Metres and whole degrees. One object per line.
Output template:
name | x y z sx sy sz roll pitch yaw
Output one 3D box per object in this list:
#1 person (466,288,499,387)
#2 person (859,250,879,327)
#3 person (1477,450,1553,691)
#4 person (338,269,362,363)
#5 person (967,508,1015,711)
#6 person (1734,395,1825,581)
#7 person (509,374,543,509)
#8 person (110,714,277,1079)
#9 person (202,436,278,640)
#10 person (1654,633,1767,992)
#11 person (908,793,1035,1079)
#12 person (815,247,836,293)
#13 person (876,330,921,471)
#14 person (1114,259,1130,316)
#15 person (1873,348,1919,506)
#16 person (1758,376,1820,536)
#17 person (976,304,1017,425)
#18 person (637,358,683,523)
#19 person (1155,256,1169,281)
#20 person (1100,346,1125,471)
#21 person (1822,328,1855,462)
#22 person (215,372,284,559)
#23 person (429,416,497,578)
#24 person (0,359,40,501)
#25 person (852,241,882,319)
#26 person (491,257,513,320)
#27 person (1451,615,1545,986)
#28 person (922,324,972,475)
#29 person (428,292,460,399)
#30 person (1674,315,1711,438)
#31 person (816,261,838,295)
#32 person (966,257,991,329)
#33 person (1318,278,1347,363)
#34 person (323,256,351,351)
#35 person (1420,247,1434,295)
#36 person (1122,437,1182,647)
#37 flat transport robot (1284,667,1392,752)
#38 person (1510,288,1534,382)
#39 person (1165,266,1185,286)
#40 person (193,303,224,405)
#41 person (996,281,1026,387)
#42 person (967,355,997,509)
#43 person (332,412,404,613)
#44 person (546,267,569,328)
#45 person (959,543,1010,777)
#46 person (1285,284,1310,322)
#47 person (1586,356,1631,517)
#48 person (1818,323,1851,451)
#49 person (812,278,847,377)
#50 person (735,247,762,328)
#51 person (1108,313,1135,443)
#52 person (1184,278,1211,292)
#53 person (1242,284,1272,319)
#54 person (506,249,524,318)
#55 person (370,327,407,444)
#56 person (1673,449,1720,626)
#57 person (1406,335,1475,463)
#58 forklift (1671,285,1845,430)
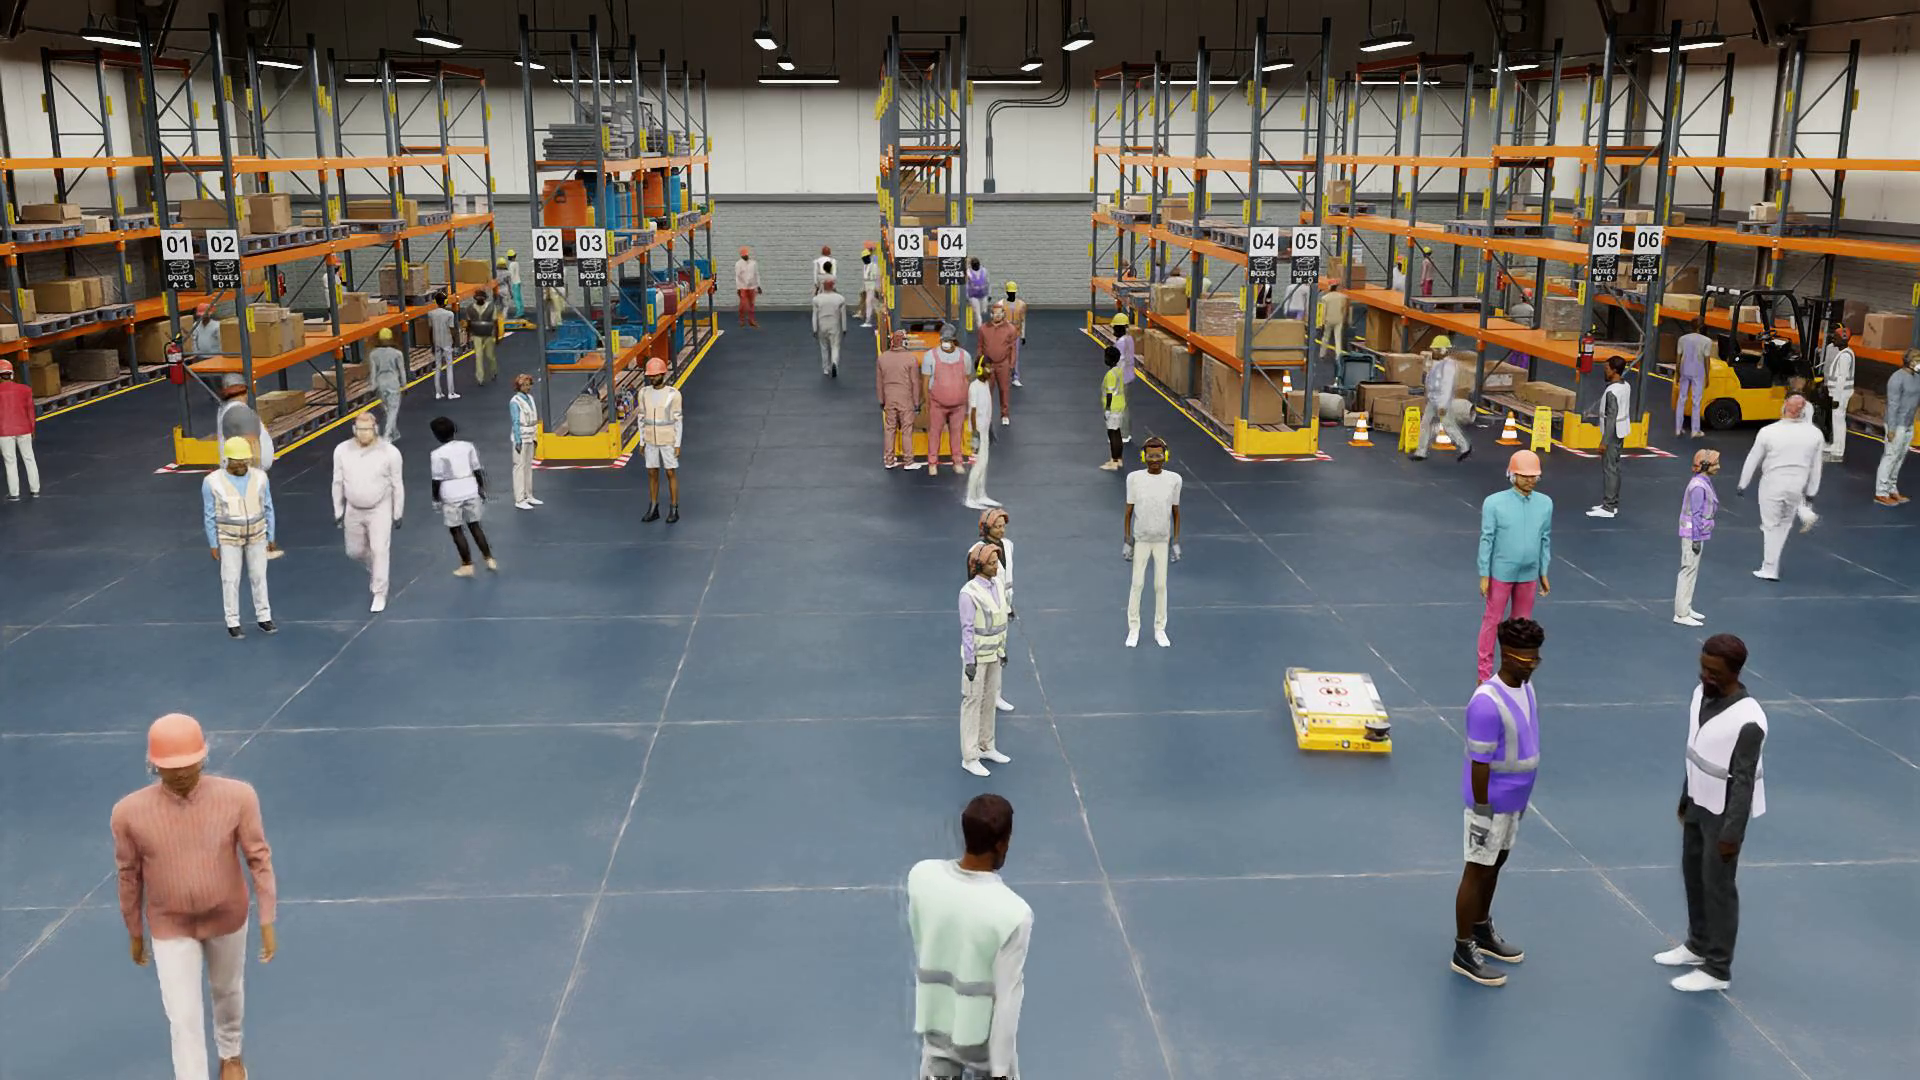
person | -8.832 -3.787 30.815 0.583 1.814 0.869 -2 13 -9
person | -2.132 -6.166 40.762 0.754 1.876 0.659 -6 15 -24
person | 4.417 0.263 13.246 0.610 1.996 0.378 -2 14 -10
person | -12.498 -4.581 33.931 0.389 1.930 0.539 10 17 37
person | 0.239 0.556 12.773 0.311 1.638 0.523 10 17 37
person | 8.295 -0.530 16.868 0.725 1.882 0.545 1 13 3
person | -5.296 -1.203 20.231 0.315 1.636 0.514 2 13 9
person | -3.363 1.681 7.367 0.624 1.958 0.984 -7 15 -28
person | -6.411 -0.029 14.859 0.595 1.822 0.404 -11 17 -40
person | 3.930 1.399 8.629 0.401 1.910 0.598 0 13 -1
person | -0.013 1.915 6.508 0.590 1.883 0.864 9 16 33
person | -3.437 -6.595 42.647 0.597 1.833 0.981 2 13 7
person | -0.805 -1.896 22.590 0.654 1.905 0.407 7 15 26
person | 4.039 -6.114 41.054 0.515 1.633 0.317 -3 14 -11
person | 11.544 -1.392 20.397 0.656 1.935 0.355 -10 17 -36
person | 9.388 -0.926 18.649 0.516 1.831 0.634 -9 16 -33
person | 0.569 -2.766 26.261 0.647 1.913 0.409 2 13 8
person | -3.505 -1.161 19.406 0.548 1.938 0.358 3 14 13
person | 5.059 -6.429 42.437 0.531 1.605 0.736 0 13 -1
person | 2.079 -1.789 22.599 0.322 1.689 0.530 4 14 15
person | 12.272 -2.025 23.211 0.350 1.877 0.577 7 15 28
person | -7.604 -0.825 17.762 0.542 2.000 0.739 -11 17 -40
person | -5.101 -0.439 16.913 0.406 1.661 0.577 9 16 34
person | -11.786 -1.370 20.681 0.333 1.753 0.562 11 17 38
person | -2.277 -6.654 42.572 1.039 1.995 0.626 -10 17 -36
person | -11.106 -5.987 40.326 0.486 1.718 0.792 0 13 2
person | 2.837 1.340 8.752 0.367 1.963 0.609 10 17 37
person | -0.150 -1.881 22.234 0.682 2.000 0.536 -3 14 -14
person | -9.009 -3.388 29.017 0.511 1.861 0.326 3 14 11
person | 11.082 -2.472 25.158 0.344 1.847 0.507 -13 18 -43
person | -2.982 -5.331 37.318 0.544 1.821 0.953 1 13 4
person | 0.395 -5.757 39.176 0.664 1.813 0.591 -3 14 -14
person | 7.623 -4.492 34.036 0.562 1.696 0.928 -1 13 -3
person | -13.438 -5.105 35.888 0.389 2.041 0.614 2 14 10
person | 12.274 -6.827 43.782 0.330 1.765 0.526 12 18 42
person | 1.678 0.018 14.559 0.508 1.872 0.329 0 13 0
flat transport robot | 2.859 1.271 12.676 0.652 0.197 1.431 1 13 6
person | 10.559 -3.829 31.128 0.355 1.744 0.565 -8 16 -31
person | 4.976 -5.599 38.893 0.527 1.600 0.740 -3 14 -12
person | -12.764 -3.156 28.275 0.600 1.738 0.378 3 14 11
person | 0.928 -3.765 30.459 0.587 1.928 0.363 -4 14 -16
person | 0.266 -1.318 20.229 0.316 1.867 0.534 4 14 17
person | -5.610 -0.295 15.832 0.659 1.890 0.660 0 13 -1
person | -9.618 -5.880 39.647 0.648 1.823 0.576 12 18 42
person | 0.165 0.820 11.653 0.308 1.641 0.517 8 15 29
person | 7.285 -4.979 36.000 0.538 1.736 0.735 8 15 29
person | 7.735 -1.226 19.724 0.393 1.919 0.589 9 16 32
person | 12.614 -2.210 24.032 0.328 1.861 0.506 -2 13 -7
person | -2.497 -4.064 31.847 0.651 1.882 0.819 -1 13 -3
person | -5.146 -6.123 40.406 0.676 1.959 0.402 -10 16 -36
person | 2.392 -2.394 24.651 0.386 1.927 0.589 5 14 19
person | 5.071 -4.994 35.753 0.620 1.882 0.854 0 13 -1
person | 5.869 -4.416 32.977 0.609 2.040 0.395 1 13 5
person | -11.479 -6.588 42.793 0.344 1.758 0.520 0 13 2
person | -8.465 -2.276 24.600 0.496 1.719 0.788 0 13 0
person | 6.760 -0.030 15.274 0.312 1.631 0.516 7 15 27
person | 6.724 -1.951 23.069 0.886 1.800 0.601 -2 13 -6
forklift | 12.503 -2.886 26.166 2.313 2.155 1.214 -1 13 -3
